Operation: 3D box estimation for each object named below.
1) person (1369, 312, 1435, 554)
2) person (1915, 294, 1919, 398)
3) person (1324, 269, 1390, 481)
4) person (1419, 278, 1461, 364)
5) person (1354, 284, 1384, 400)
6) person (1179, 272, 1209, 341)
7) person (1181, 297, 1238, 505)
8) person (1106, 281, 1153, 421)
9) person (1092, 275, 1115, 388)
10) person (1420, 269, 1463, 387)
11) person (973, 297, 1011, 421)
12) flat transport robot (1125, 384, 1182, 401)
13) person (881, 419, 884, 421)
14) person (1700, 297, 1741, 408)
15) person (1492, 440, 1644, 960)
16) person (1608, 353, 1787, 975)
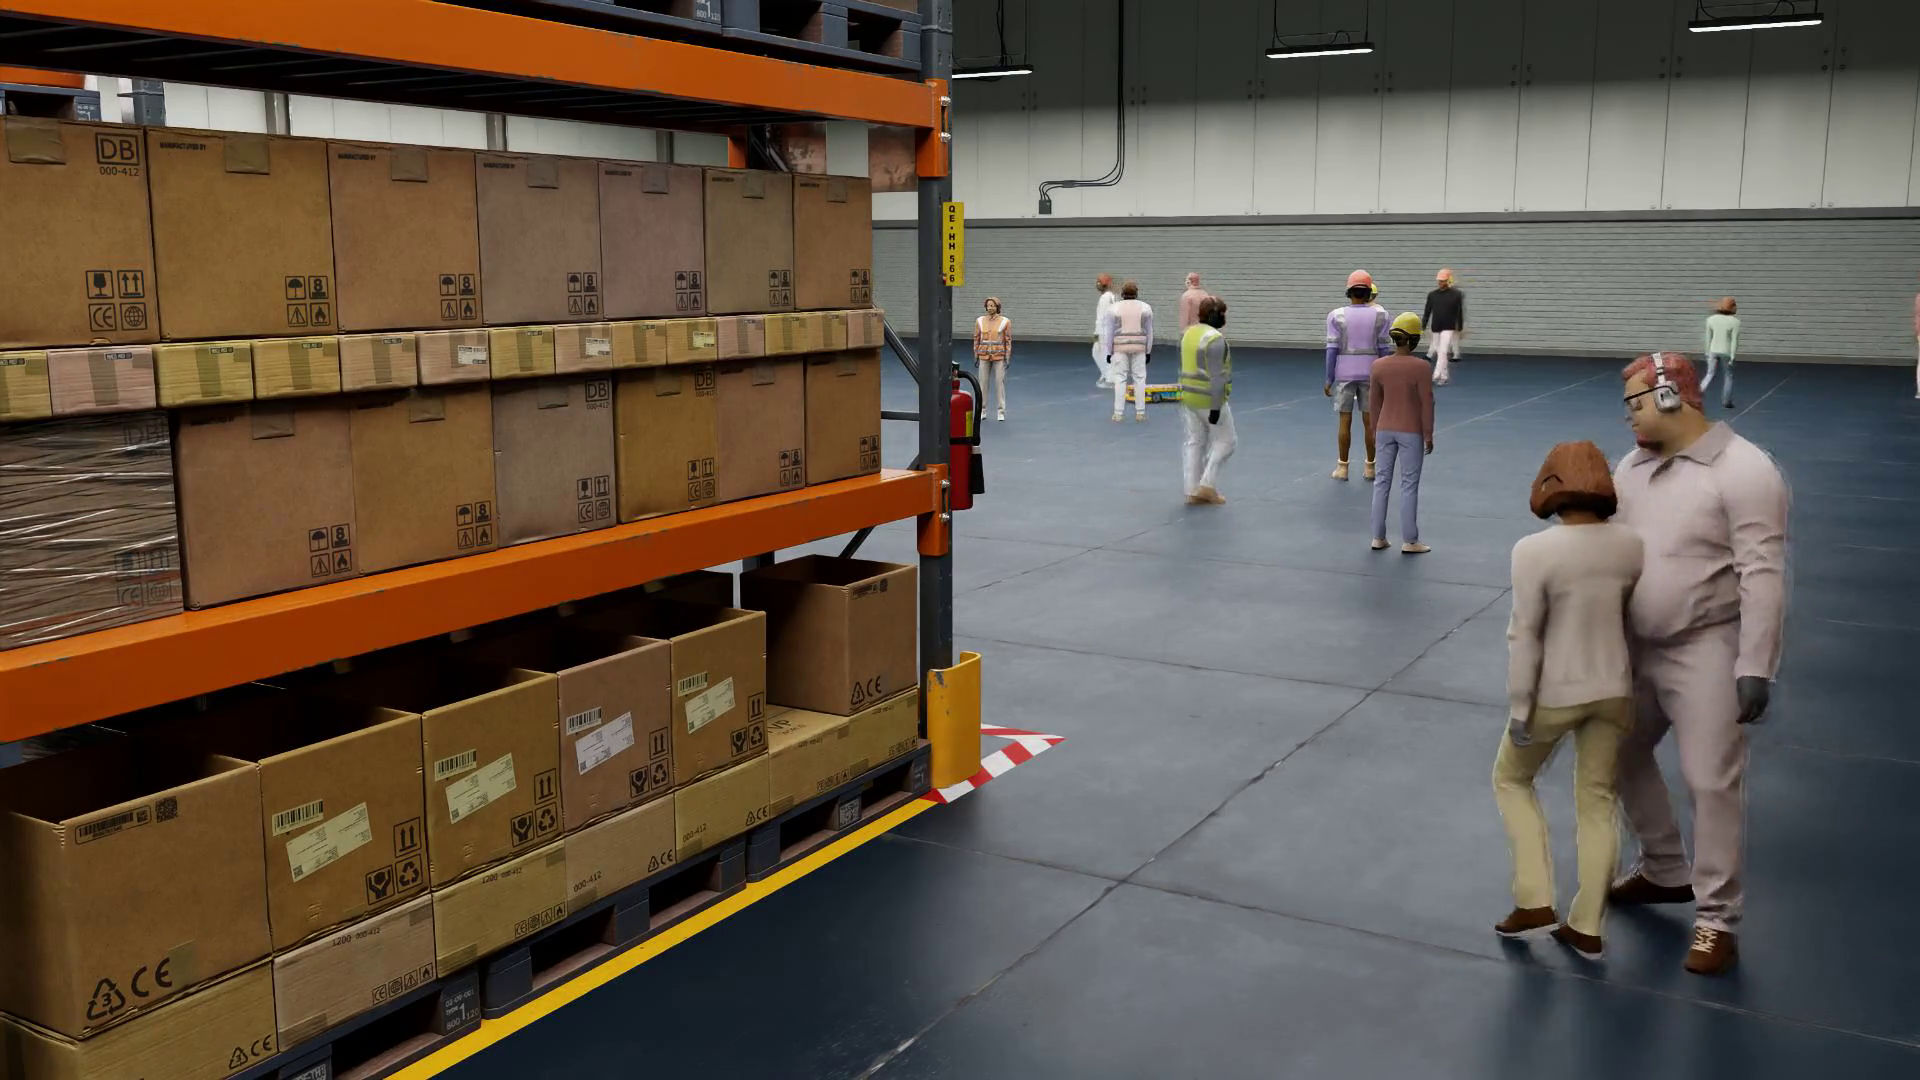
[{"bbox_3d":[3.248,-0.783,12.227,0.310,1.769,0.523,-9,14,-44],"label":"person"},{"bbox_3d":[14.876,-3.139,25.370,0.626,1.991,0.434,-1,10,-3],"label":"person"},{"bbox_3d":[3.840,-1.591,16.143,0.609,2.044,0.393,1,10,3],"label":"person"},{"bbox_3d":[9.776,-4.446,33.611,0.914,1.781,0.617,-3,10,-17],"label":"person"},{"bbox_3d":[6.149,-2.975,25.060,0.313,1.767,0.533,-6,12,-33],"label":"person"},{"bbox_3d":[3.861,-3.501,27.737,0.403,1.906,0.651,10,14,44],"label":"person"},{"bbox_3d":[2.161,-1.198,14.498,0.453,1.829,0.628,-4,10,-22],"label":"person"},{"bbox_3d":[2.233,-2.490,22.000,0.622,1.844,0.429,-1,10,-3],"label":"person"},{"bbox_3d":[2.364,-3.436,27.475,0.510,1.866,0.592,2,10,10],"label":"person"},{"bbox_3d":[7.974,-3.516,27.687,0.656,1.943,0.993,9,13,42],"label":"person"},{"bbox_3d":[0.427,-2.395,22.033,0.511,1.640,0.308,3,10,14],"label":"person"},{"bbox_3d":[3.129,-2.224,25.034,1.431,0.197,0.652,-3,10,-17],"label":"flat transport robot"},{"bbox_3d":[-1.364,-2.390,21.211,0.900,1.906,0.655,-7,12,-36],"label":"person"},{"bbox_3d":[10.801,-2.653,23.643,0.747,1.604,0.501,-8,13,-39],"label":"person"},{"bbox_3d":[1.897,0.496,5.184,0.505,1.612,0.410,-2,10,-12],"label":"person"},{"bbox_3d":[2.269,0.365,5.217,0.441,1.877,0.717,-4,10,-21],"label":"person"}]
